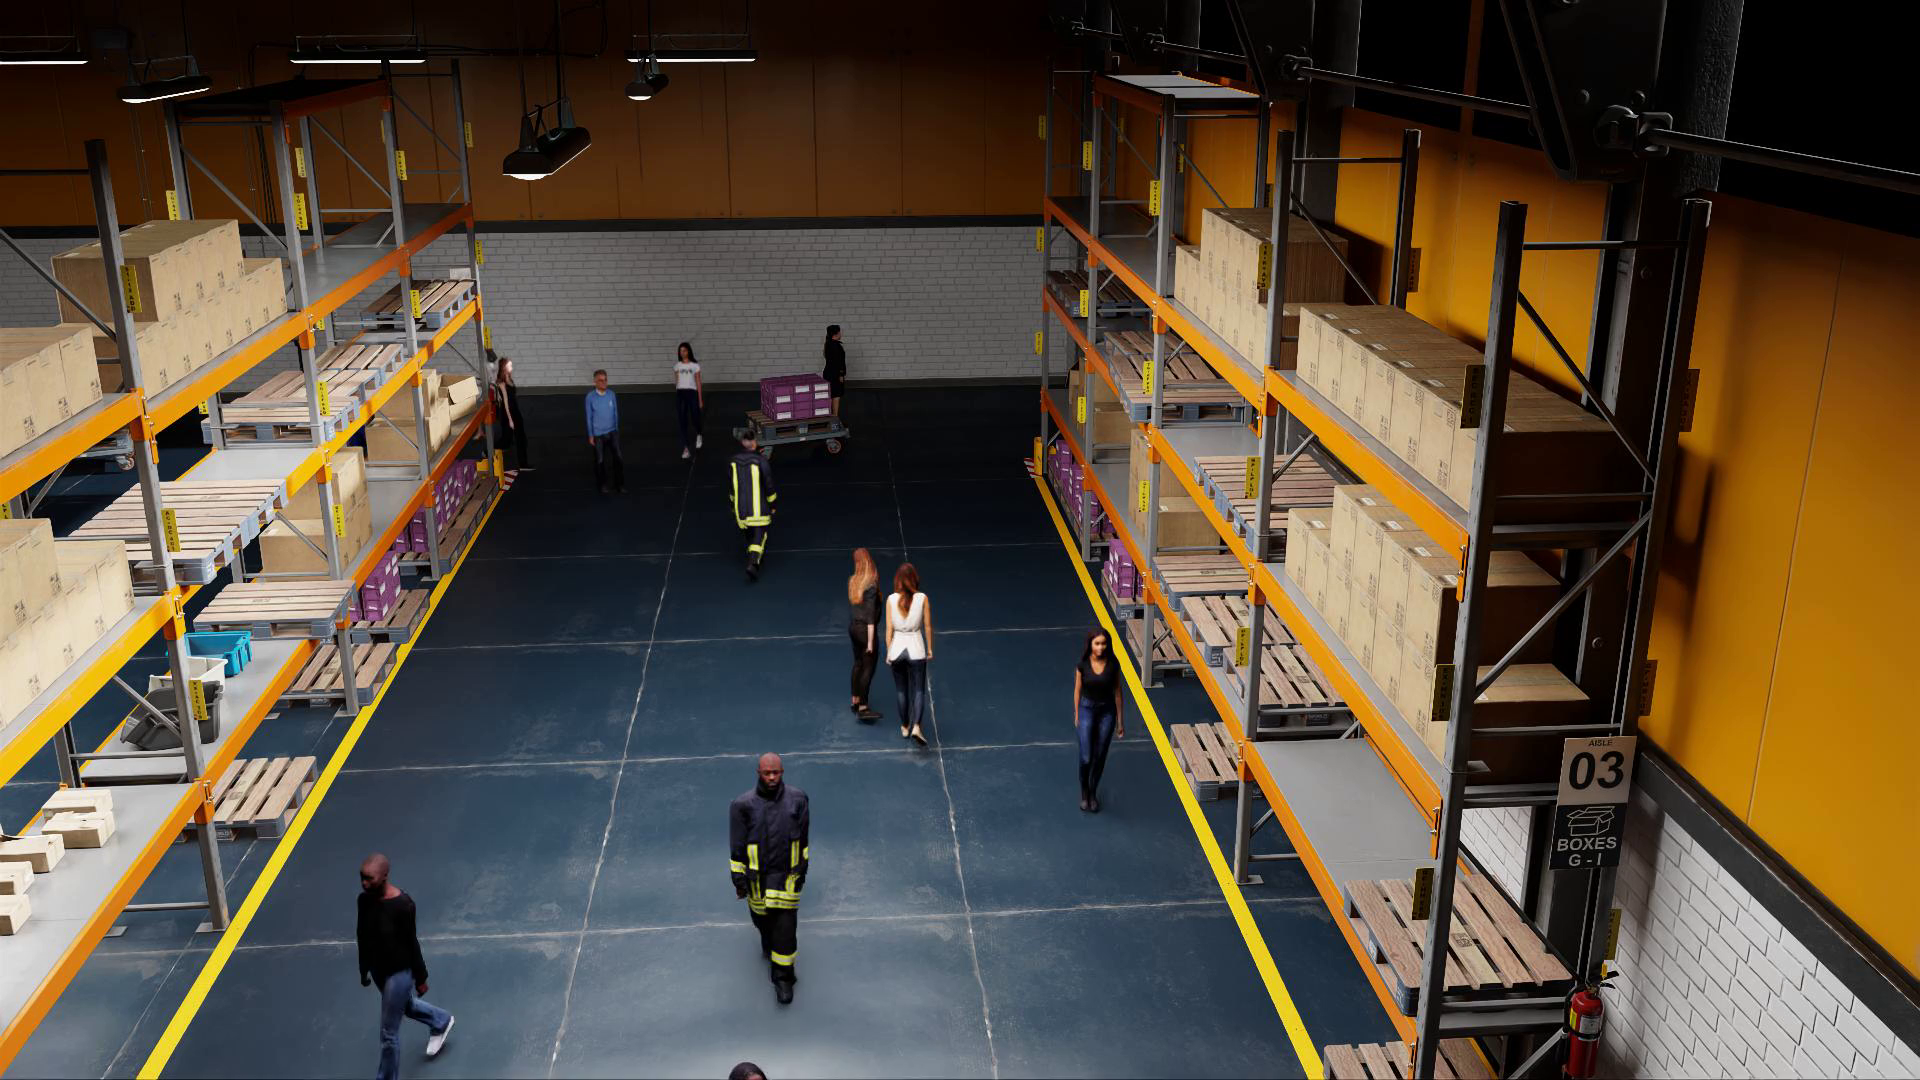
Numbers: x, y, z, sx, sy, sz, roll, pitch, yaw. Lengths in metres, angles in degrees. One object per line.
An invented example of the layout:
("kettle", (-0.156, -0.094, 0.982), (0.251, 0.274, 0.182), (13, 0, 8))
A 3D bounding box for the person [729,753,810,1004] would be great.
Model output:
("person", (-1.396, 2.359, 12.133), (0.784, 1.786, 1.194), (-3, 19, -9))

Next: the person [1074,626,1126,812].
("person", (1.195, 1.545, 14.647), (0.559, 1.725, 0.572), (-2, 19, -5))

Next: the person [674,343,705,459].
("person", (-4.153, -2.168, 25.636), (0.751, 1.748, 1.145), (2, 19, 6))

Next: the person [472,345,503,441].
("person", (-7.342, -2.375, 26.246), (0.861, 1.752, 0.892), (6, 20, 18))

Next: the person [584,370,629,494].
("person", (-5.127, -1.556, 23.738), (0.864, 1.799, 0.960), (-11, 22, -30))

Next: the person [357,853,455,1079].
("person", (-3.666, 2.801, 10.937), (0.983, 1.713, 1.239), (8, 20, 23))

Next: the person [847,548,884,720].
("person", (-0.988, 0.948, 16.497), (0.962, 1.674, 0.804), (-7, 20, -21))

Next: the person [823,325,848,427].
("person", (-2.065, -2.705, 27.352), (0.836, 1.671, 0.683), (-8, 20, -22))

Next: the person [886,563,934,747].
("person", (-0.502, 1.129, 15.831), (0.611, 1.757, 0.875), (0, 19, 0))

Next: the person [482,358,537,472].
("person", (-6.773, -1.836, 24.682), (0.823, 1.727, 1.011), (2, 19, 6))

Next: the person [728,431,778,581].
("person", (-2.557, -0.426, 20.324), (1.018, 1.837, 1.205), (7, 20, 19))
